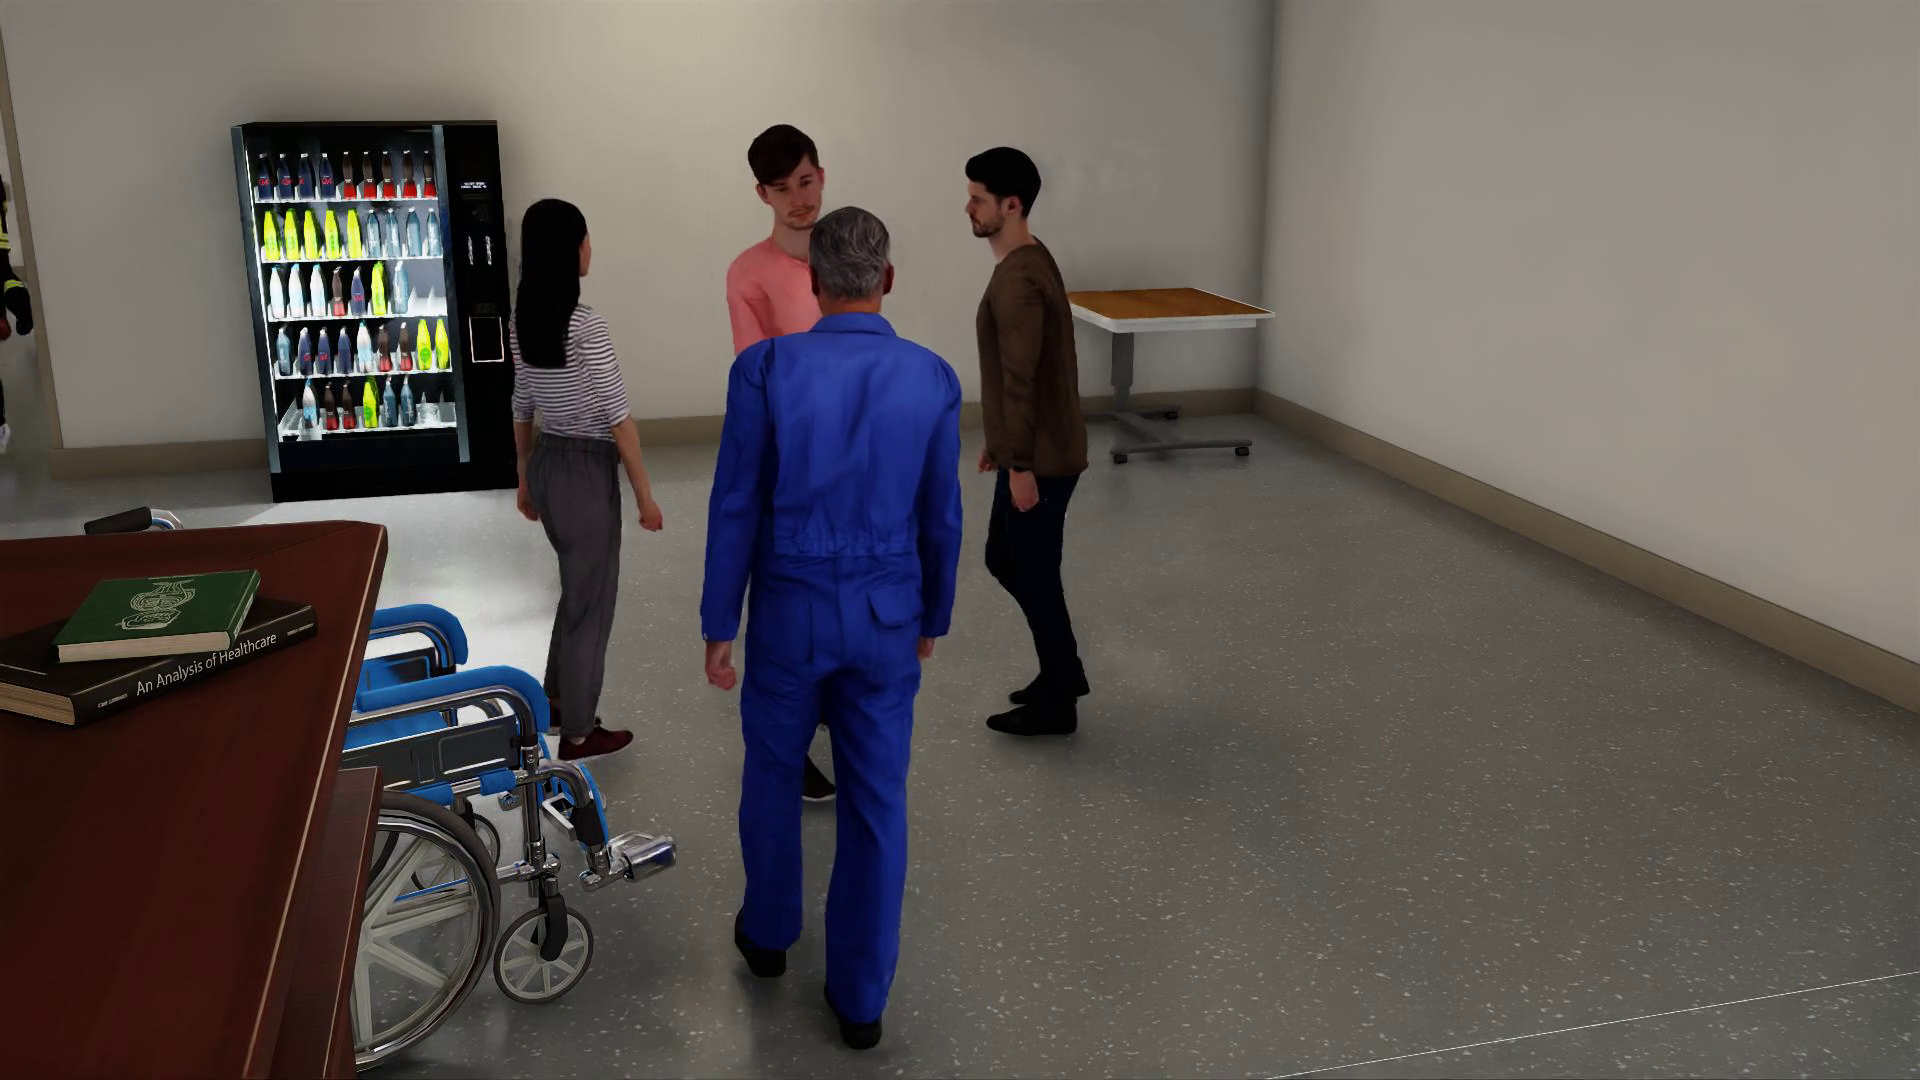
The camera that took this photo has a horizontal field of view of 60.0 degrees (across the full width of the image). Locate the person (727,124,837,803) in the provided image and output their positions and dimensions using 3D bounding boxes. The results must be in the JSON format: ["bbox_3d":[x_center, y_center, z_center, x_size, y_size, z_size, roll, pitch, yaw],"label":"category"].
[{"bbox_3d":[-0.453,-0.171,4.722,0.960,1.926,0.864,8,18,27],"label":"person"}]

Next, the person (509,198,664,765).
[{"bbox_3d":[-1.210,-0.124,4.926,0.722,1.725,0.711,-15,21,-42],"label":"person"}]

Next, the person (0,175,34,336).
[{"bbox_3d":[-7.636,-2.482,12.956,1.255,1.905,1.191,8,18,27],"label":"person"}]

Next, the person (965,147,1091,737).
[{"bbox_3d":[0.307,-0.270,5.194,0.745,1.859,0.749,1,16,5],"label":"person"}]

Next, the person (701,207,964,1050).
[{"bbox_3d":[-0.252,0.227,3.555,0.780,1.793,0.845,-4,16,-16],"label":"person"}]
